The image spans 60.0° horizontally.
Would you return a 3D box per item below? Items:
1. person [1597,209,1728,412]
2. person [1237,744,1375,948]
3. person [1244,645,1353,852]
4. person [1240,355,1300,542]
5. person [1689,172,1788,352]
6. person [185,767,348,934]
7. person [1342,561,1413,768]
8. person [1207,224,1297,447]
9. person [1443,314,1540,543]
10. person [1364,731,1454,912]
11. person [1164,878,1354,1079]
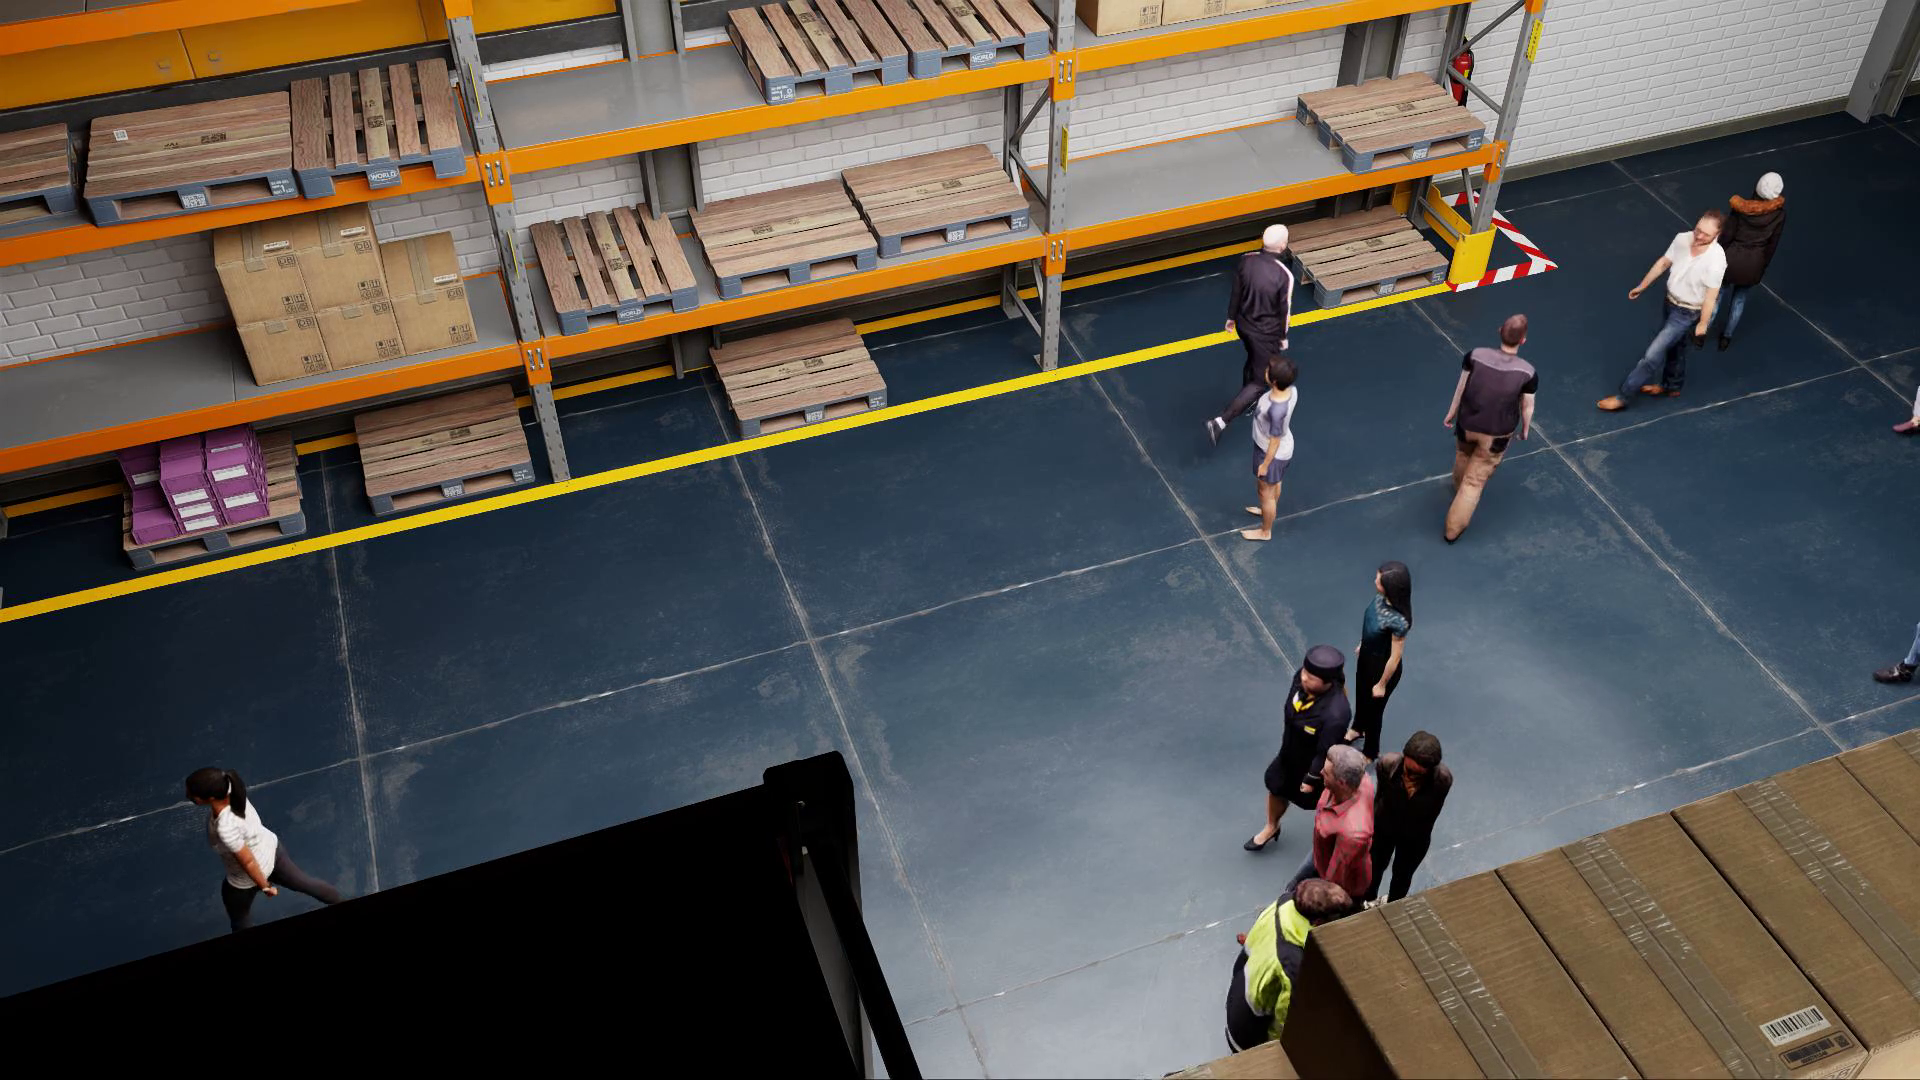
[{"bbox_3d":[5.601,-1.760,12.681,1.087,1.822,0.895,-2,44,-2],"label":"person"},{"bbox_3d":[2.133,1.778,8.990,1.169,1.789,1.025,2,44,2],"label":"person"},{"bbox_3d":[2.101,1.248,9.648,0.995,1.648,0.686,-15,46,-15],"label":"person"},{"bbox_3d":[2.203,-0.659,11.711,0.694,1.565,0.653,13,45,13],"label":"person"},{"bbox_3d":[6.244,-2.225,13.304,0.722,1.634,0.806,9,44,9],"label":"person"},{"bbox_3d":[-3.788,1.752,9.154,1.126,1.601,0.685,-9,44,-9],"label":"person"},{"bbox_3d":[2.535,0.766,10.095,0.572,1.730,0.611,-4,44,-4],"label":"person"},{"bbox_3d":[2.171,-1.487,12.410,1.196,1.800,0.890,-29,51,-27],"label":"person"},{"bbox_3d":[3.625,-0.744,11.624,1.038,1.808,1.166,27,50,25],"label":"person"},{"bbox_3d":[2.453,1.606,9.265,0.702,1.659,0.763,25,49,24],"label":"person"},{"bbox_3d":[1.466,2.303,8.327,1.114,1.945,0.978,3,44,3],"label":"person"}]
